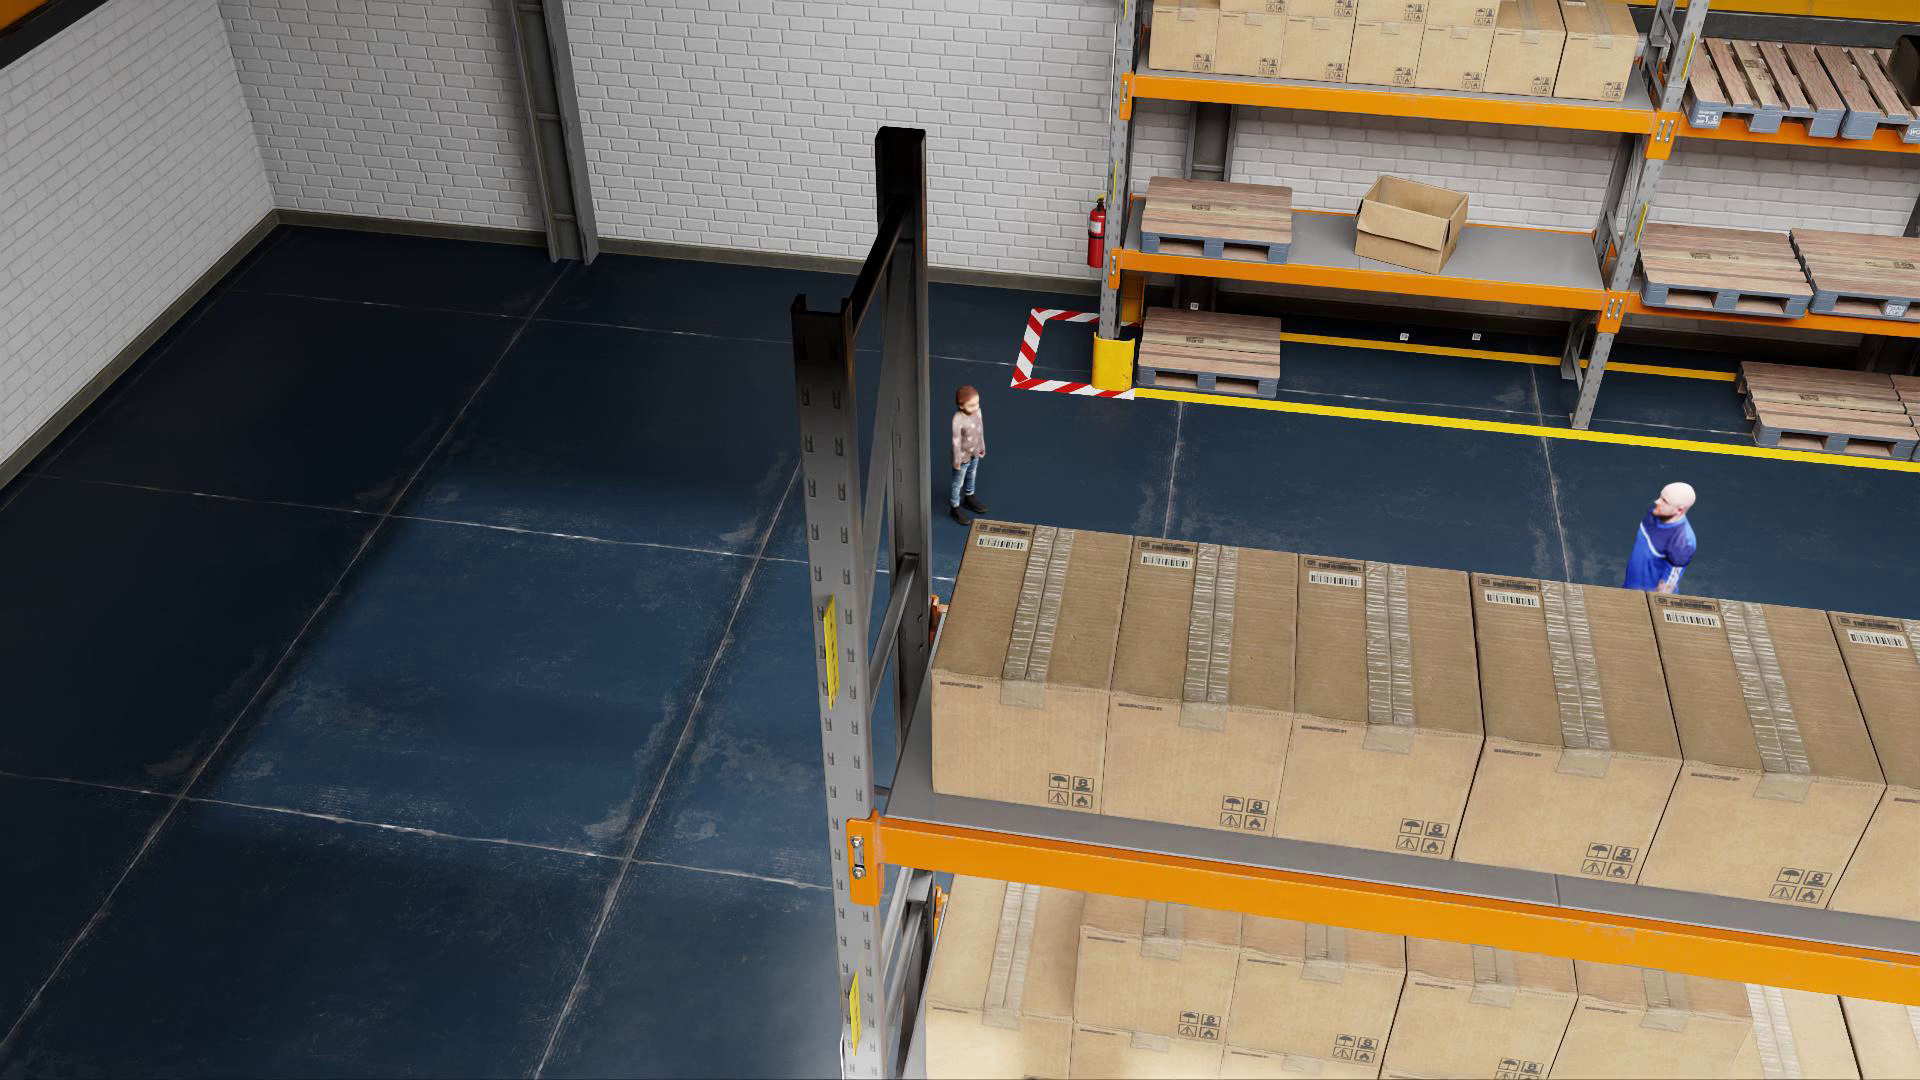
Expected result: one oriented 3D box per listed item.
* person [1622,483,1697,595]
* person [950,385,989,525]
[{"bbox_3d":[4.463,0.376,10.785,0.625,1.837,0.709,-1,39,-1],"label":"person"},{"bbox_3d":[0.045,-0.677,12.619,0.581,1.194,0.544,30,47,32],"label":"person"}]
